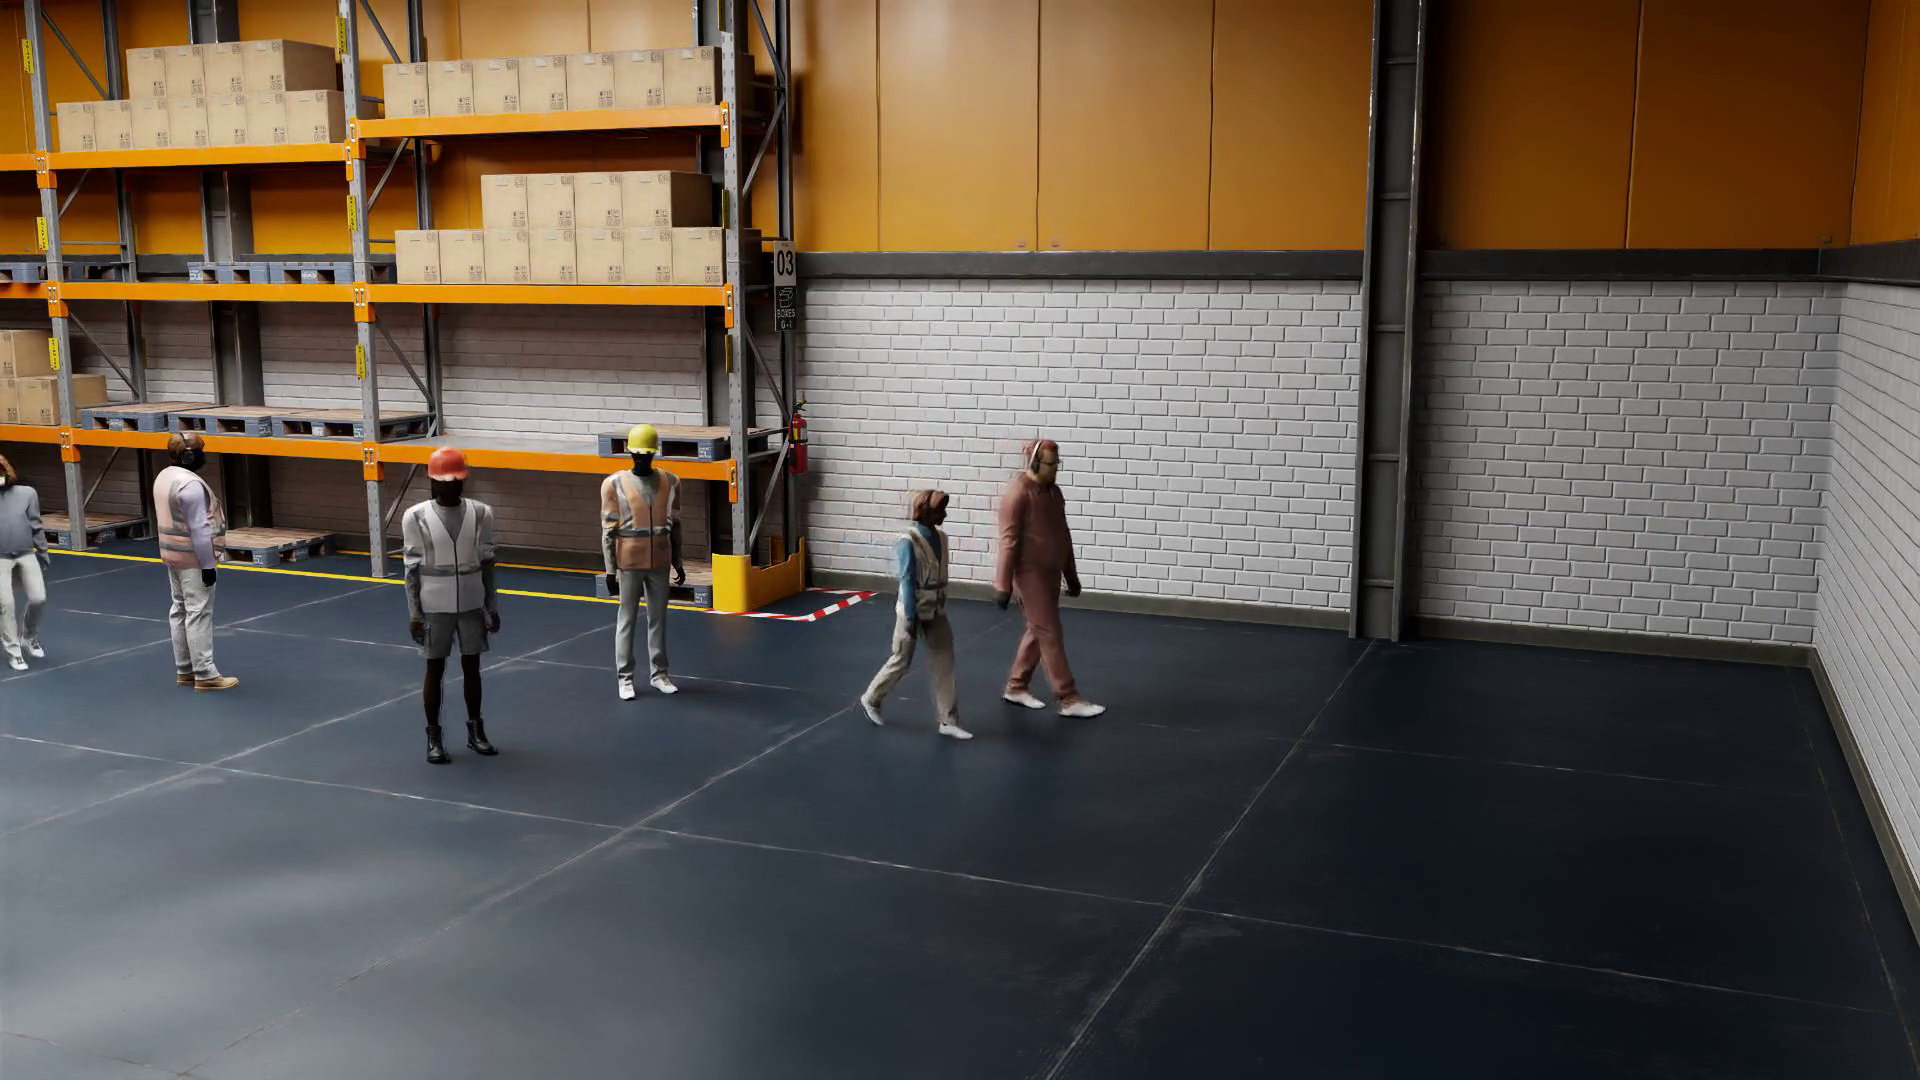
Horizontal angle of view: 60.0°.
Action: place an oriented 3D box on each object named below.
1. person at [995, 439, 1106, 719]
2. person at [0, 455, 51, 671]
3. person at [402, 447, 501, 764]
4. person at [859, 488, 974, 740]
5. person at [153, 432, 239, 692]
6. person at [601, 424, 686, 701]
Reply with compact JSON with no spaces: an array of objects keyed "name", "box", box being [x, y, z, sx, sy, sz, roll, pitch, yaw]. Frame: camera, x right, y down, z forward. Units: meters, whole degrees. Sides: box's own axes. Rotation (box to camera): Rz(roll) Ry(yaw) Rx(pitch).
[{"name":"person","box":[0.611,0.263,11.098,0.802,1.858,0.682,5,11,28]},{"name":"person","box":[-7.082,0.159,12.431,0.527,1.618,0.404,-9,13,-42]},{"name":"person","box":[-3.075,0.393,10.119,0.564,1.929,0.416,-5,11,-30]},{"name":"person","box":[-0.289,0.456,10.693,0.805,1.602,0.519,7,12,37]},{"name":"person","box":[-5.443,0.151,11.827,0.620,1.845,0.429,9,13,43]},{"name":"person","box":[-2.191,0.148,11.595,0.591,1.923,0.381,-6,11,-32]}]
